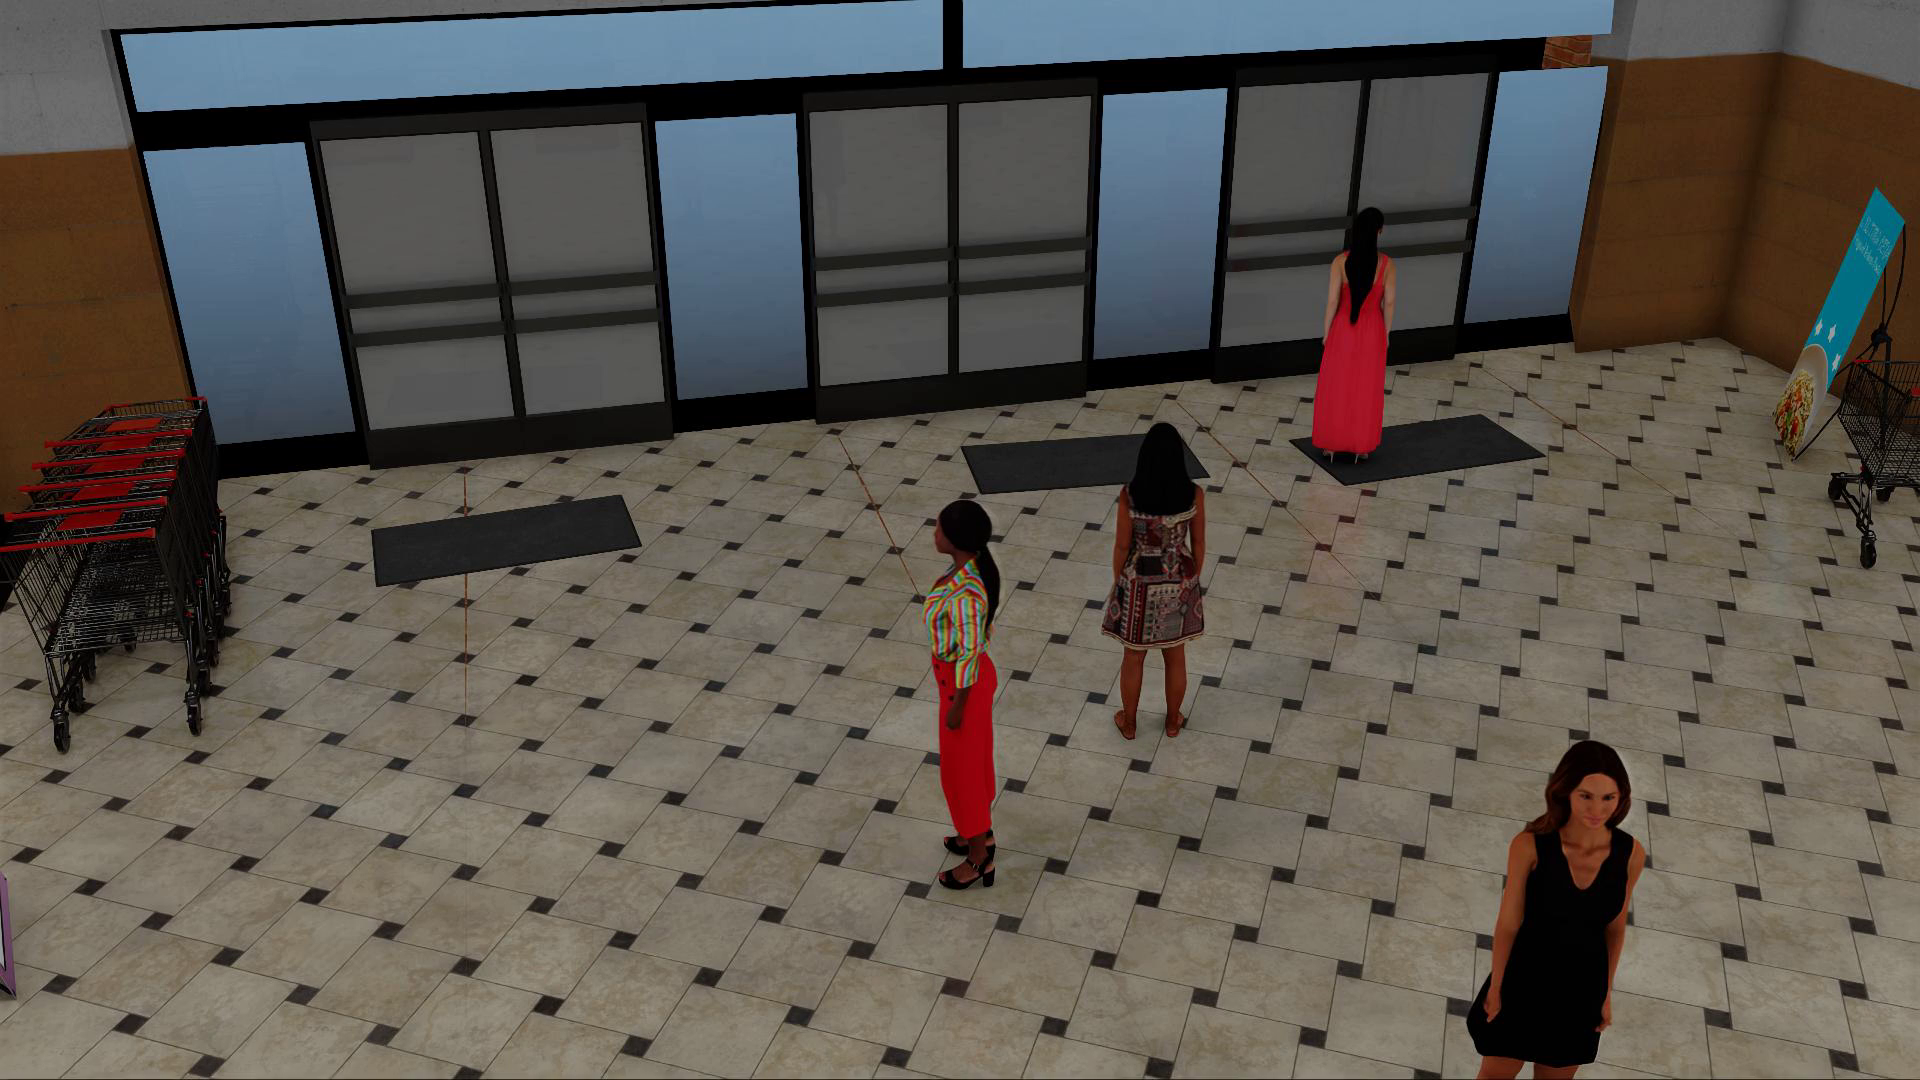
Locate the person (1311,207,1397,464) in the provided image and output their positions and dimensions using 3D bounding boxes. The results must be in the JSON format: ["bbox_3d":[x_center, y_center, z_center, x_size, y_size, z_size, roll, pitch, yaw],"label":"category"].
[{"bbox_3d":[2.569,-1.309,10.781,0.704,1.726,0.711,5,27,10],"label":"person"}]

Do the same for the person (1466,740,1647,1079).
[{"bbox_3d":[1.857,1.430,5.258,0.637,1.835,0.615,1,27,2],"label":"person"}]

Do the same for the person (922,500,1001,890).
[{"bbox_3d":[0.025,0.649,6.845,0.726,1.793,0.590,3,27,6],"label":"person"}]

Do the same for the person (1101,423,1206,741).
[{"bbox_3d":[0.929,0.207,7.880,0.692,1.645,0.602,-1,27,-2],"label":"person"}]
